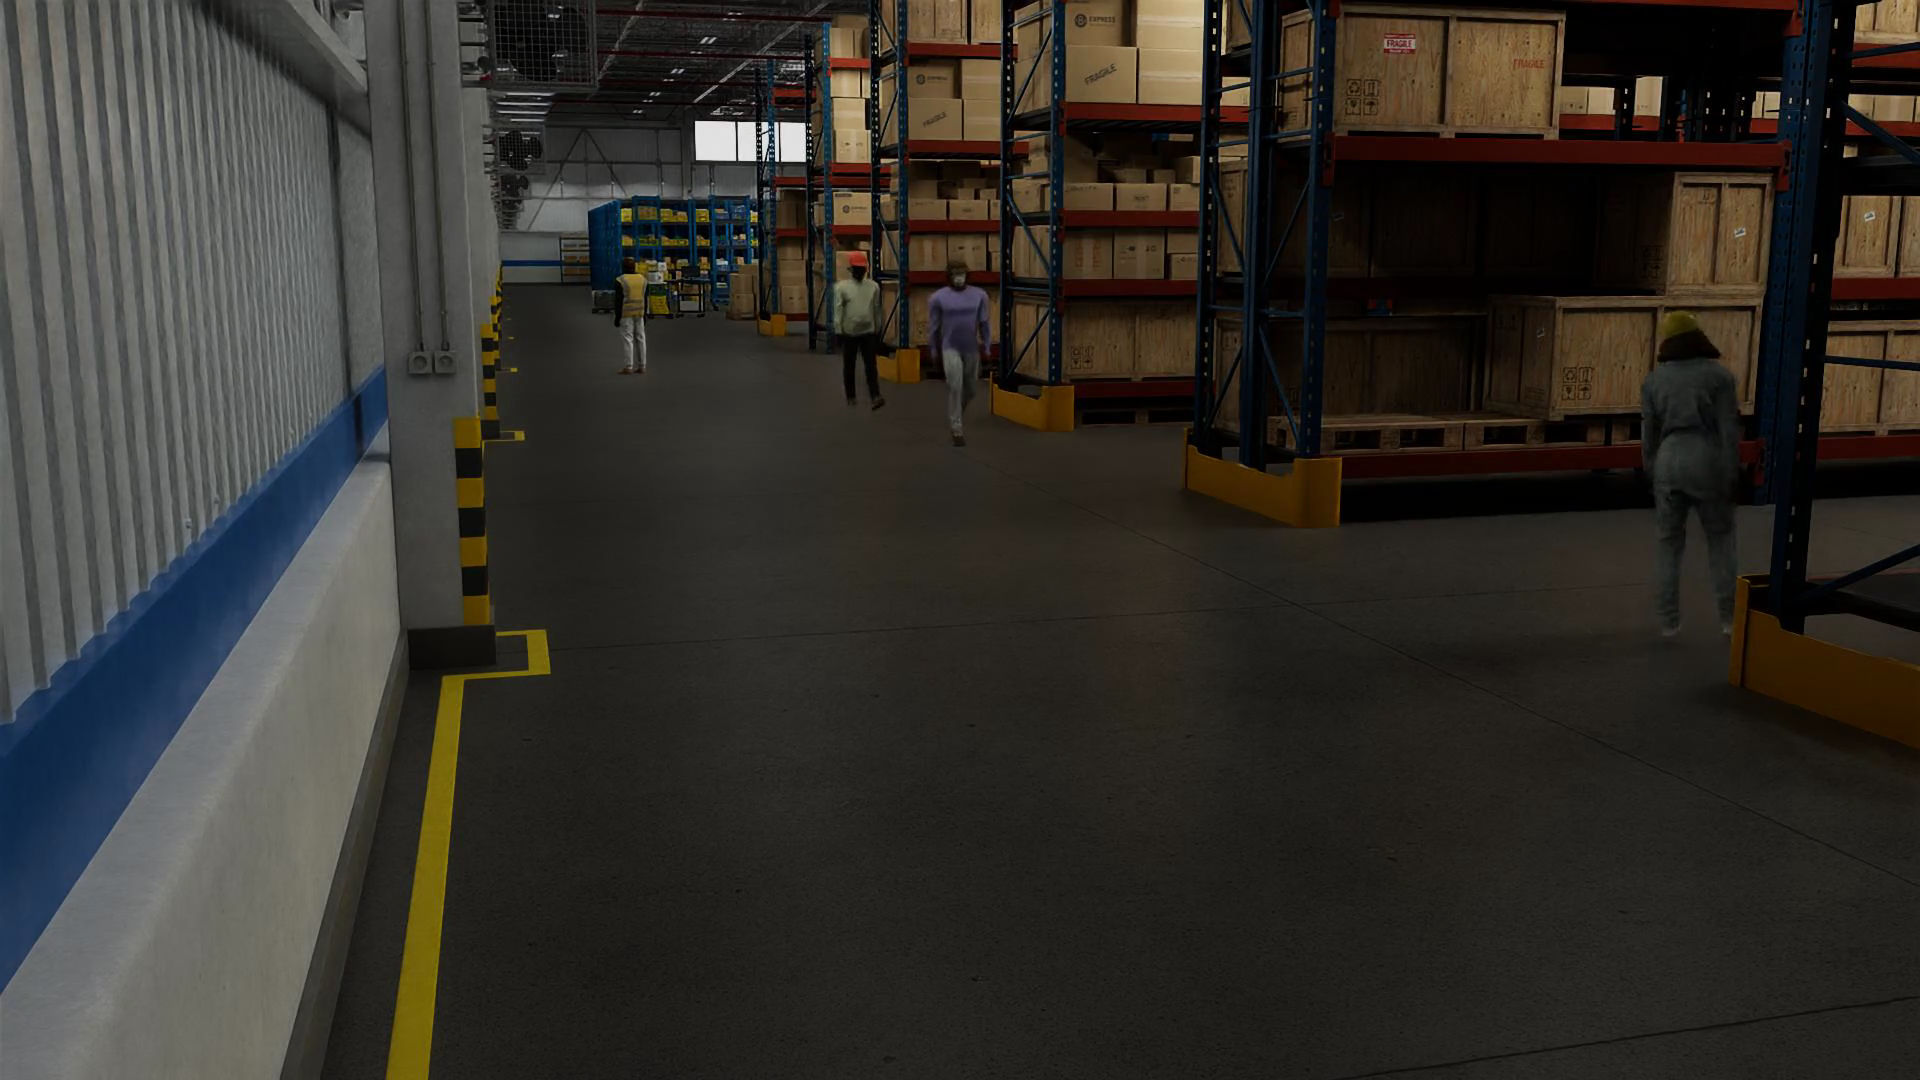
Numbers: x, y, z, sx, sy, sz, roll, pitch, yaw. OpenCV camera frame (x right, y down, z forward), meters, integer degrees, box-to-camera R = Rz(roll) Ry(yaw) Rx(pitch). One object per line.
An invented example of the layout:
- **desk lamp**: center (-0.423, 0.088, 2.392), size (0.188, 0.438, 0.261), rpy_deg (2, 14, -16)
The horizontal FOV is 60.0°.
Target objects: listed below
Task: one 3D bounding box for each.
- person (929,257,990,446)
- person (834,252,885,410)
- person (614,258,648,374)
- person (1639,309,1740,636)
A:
- **person**: center (-0.022, -1.943, 17.109), size (0.633, 1.918, 0.760), rpy_deg (-3, 10, -15)
- **person**: center (-1.247, -2.581, 20.635), size (0.656, 1.936, 1.023), rpy_deg (-4, 11, -20)
- **person**: center (-5.235, -3.545, 26.389), size (0.430, 1.845, 0.624), rpy_deg (9, 13, 42)
- **person**: center (3.803, -0.343, 8.677), size (0.580, 1.694, 0.410), rpy_deg (8, 13, 39)
